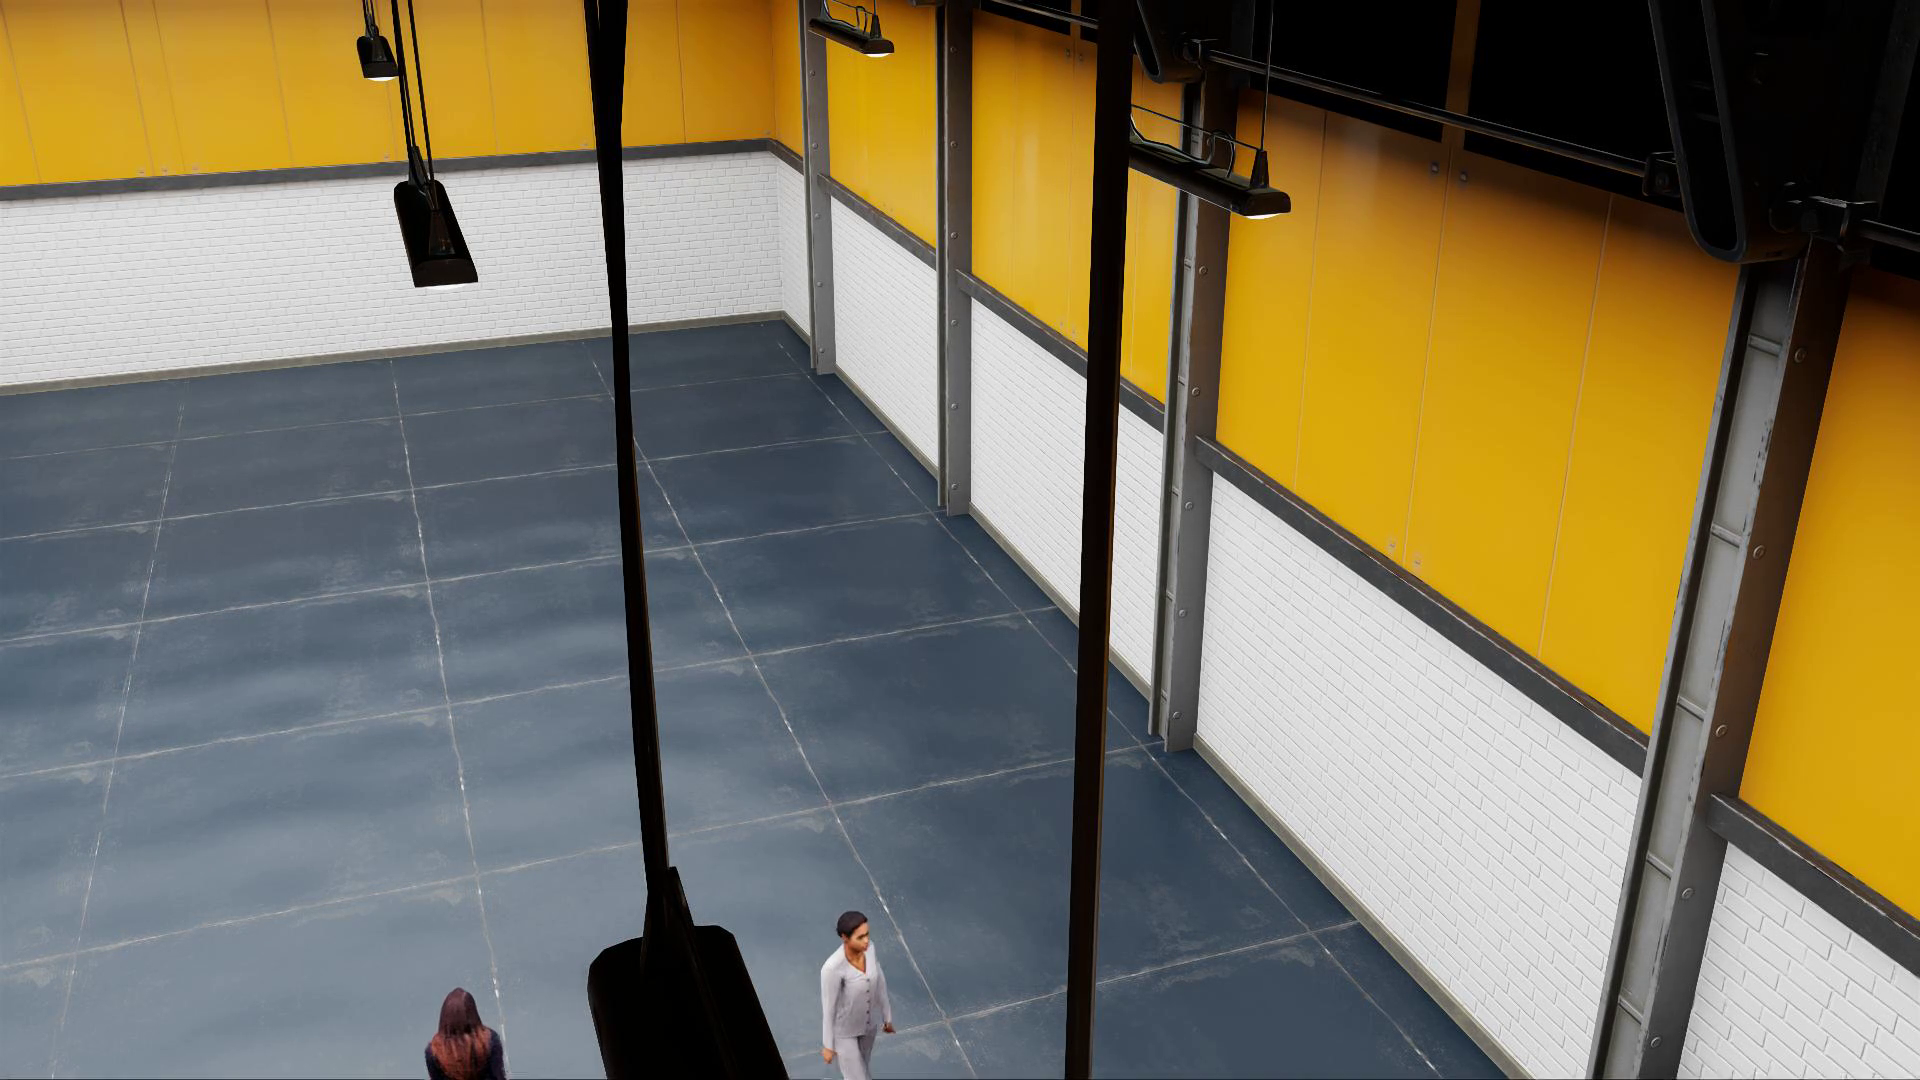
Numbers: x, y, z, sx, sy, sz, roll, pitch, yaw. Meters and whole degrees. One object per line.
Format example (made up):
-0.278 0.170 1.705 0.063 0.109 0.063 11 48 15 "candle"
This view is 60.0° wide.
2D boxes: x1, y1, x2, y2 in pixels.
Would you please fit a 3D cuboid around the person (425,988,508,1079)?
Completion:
-2.935 3.439 10.009 0.613 1.566 1.054 -7 25 -16 "person"

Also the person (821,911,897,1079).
-0.752 3.078 10.637 0.810 1.724 0.783 17 29 34 "person"
